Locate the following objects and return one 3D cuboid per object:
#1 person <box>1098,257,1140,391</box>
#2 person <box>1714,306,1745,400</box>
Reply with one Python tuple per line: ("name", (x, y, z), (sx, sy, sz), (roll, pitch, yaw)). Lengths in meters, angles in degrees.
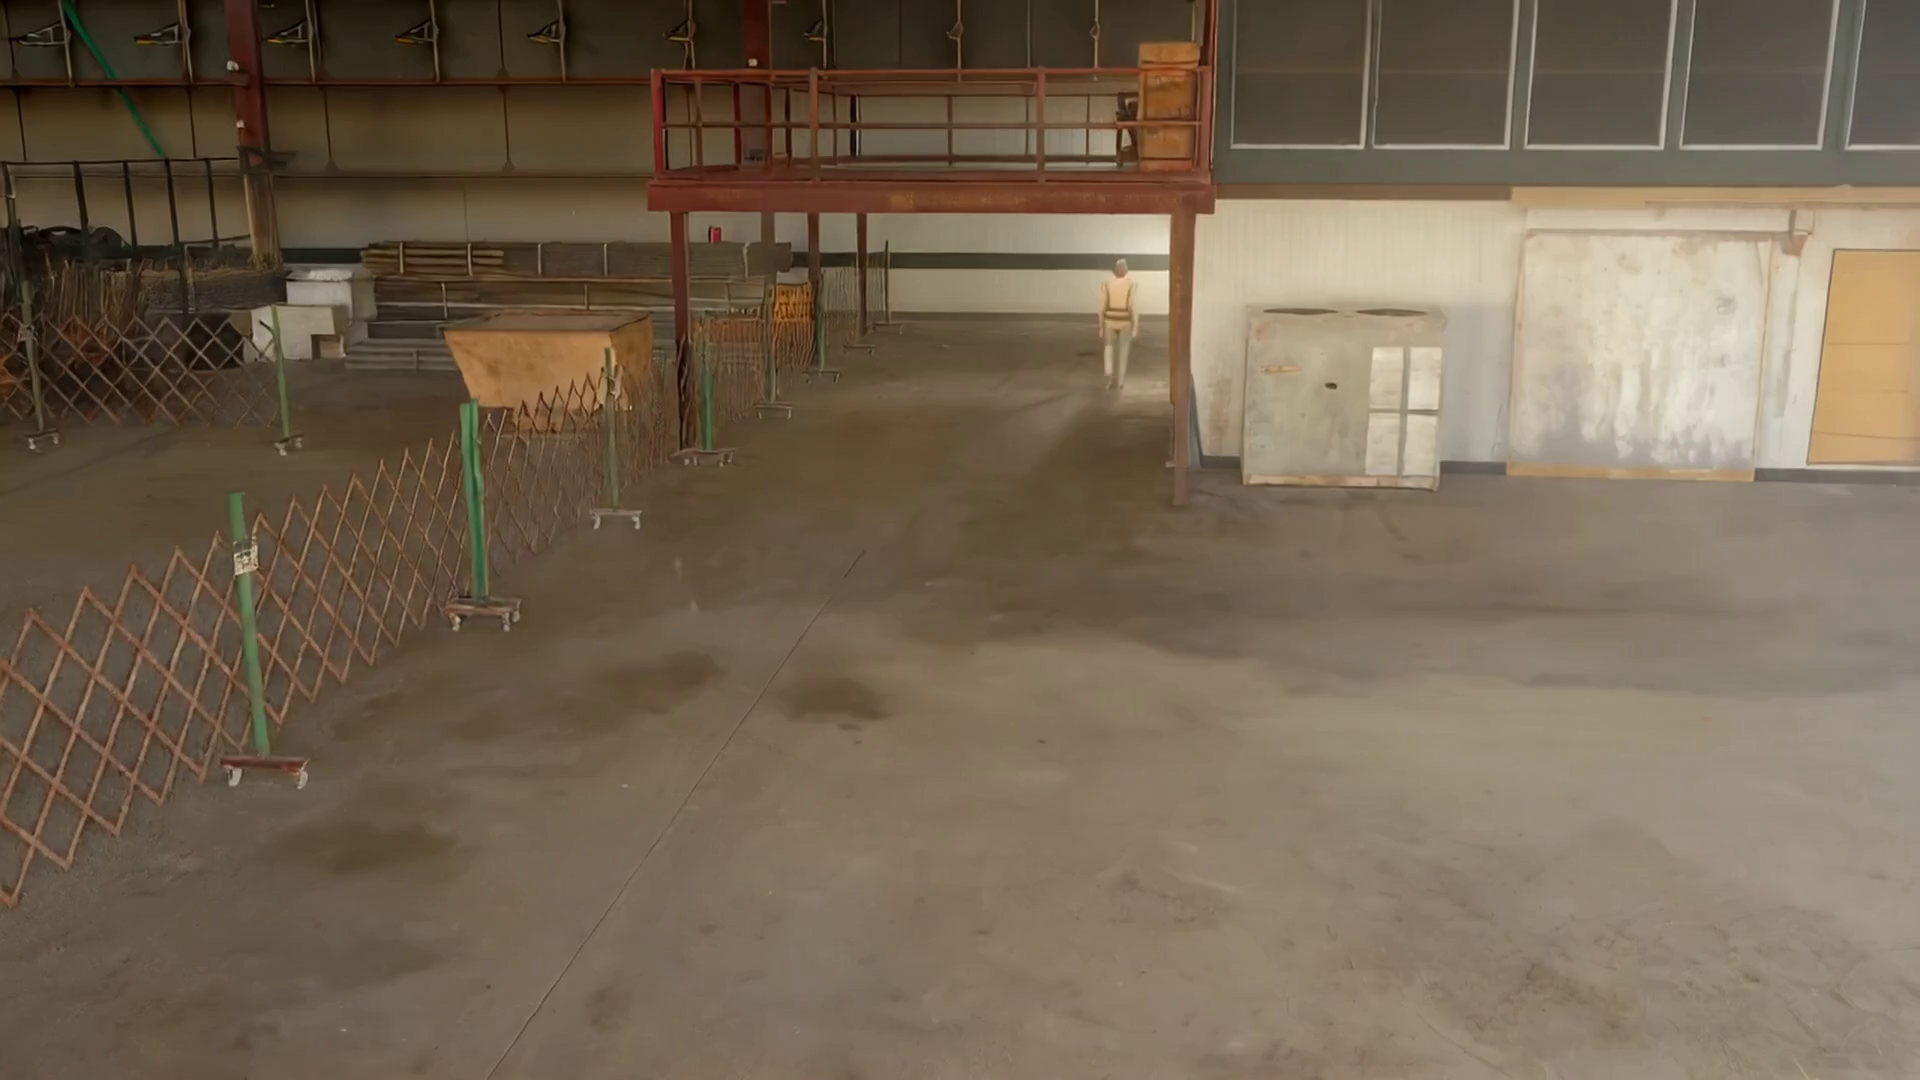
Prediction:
("person", (2.193, -2.970, 23.040), (0.589, 1.871, 0.627), (2, 14, 9))
("person", (9.075, -2.200, 19.803), (0.640, 1.905, 0.410), (-5, 15, -21))
